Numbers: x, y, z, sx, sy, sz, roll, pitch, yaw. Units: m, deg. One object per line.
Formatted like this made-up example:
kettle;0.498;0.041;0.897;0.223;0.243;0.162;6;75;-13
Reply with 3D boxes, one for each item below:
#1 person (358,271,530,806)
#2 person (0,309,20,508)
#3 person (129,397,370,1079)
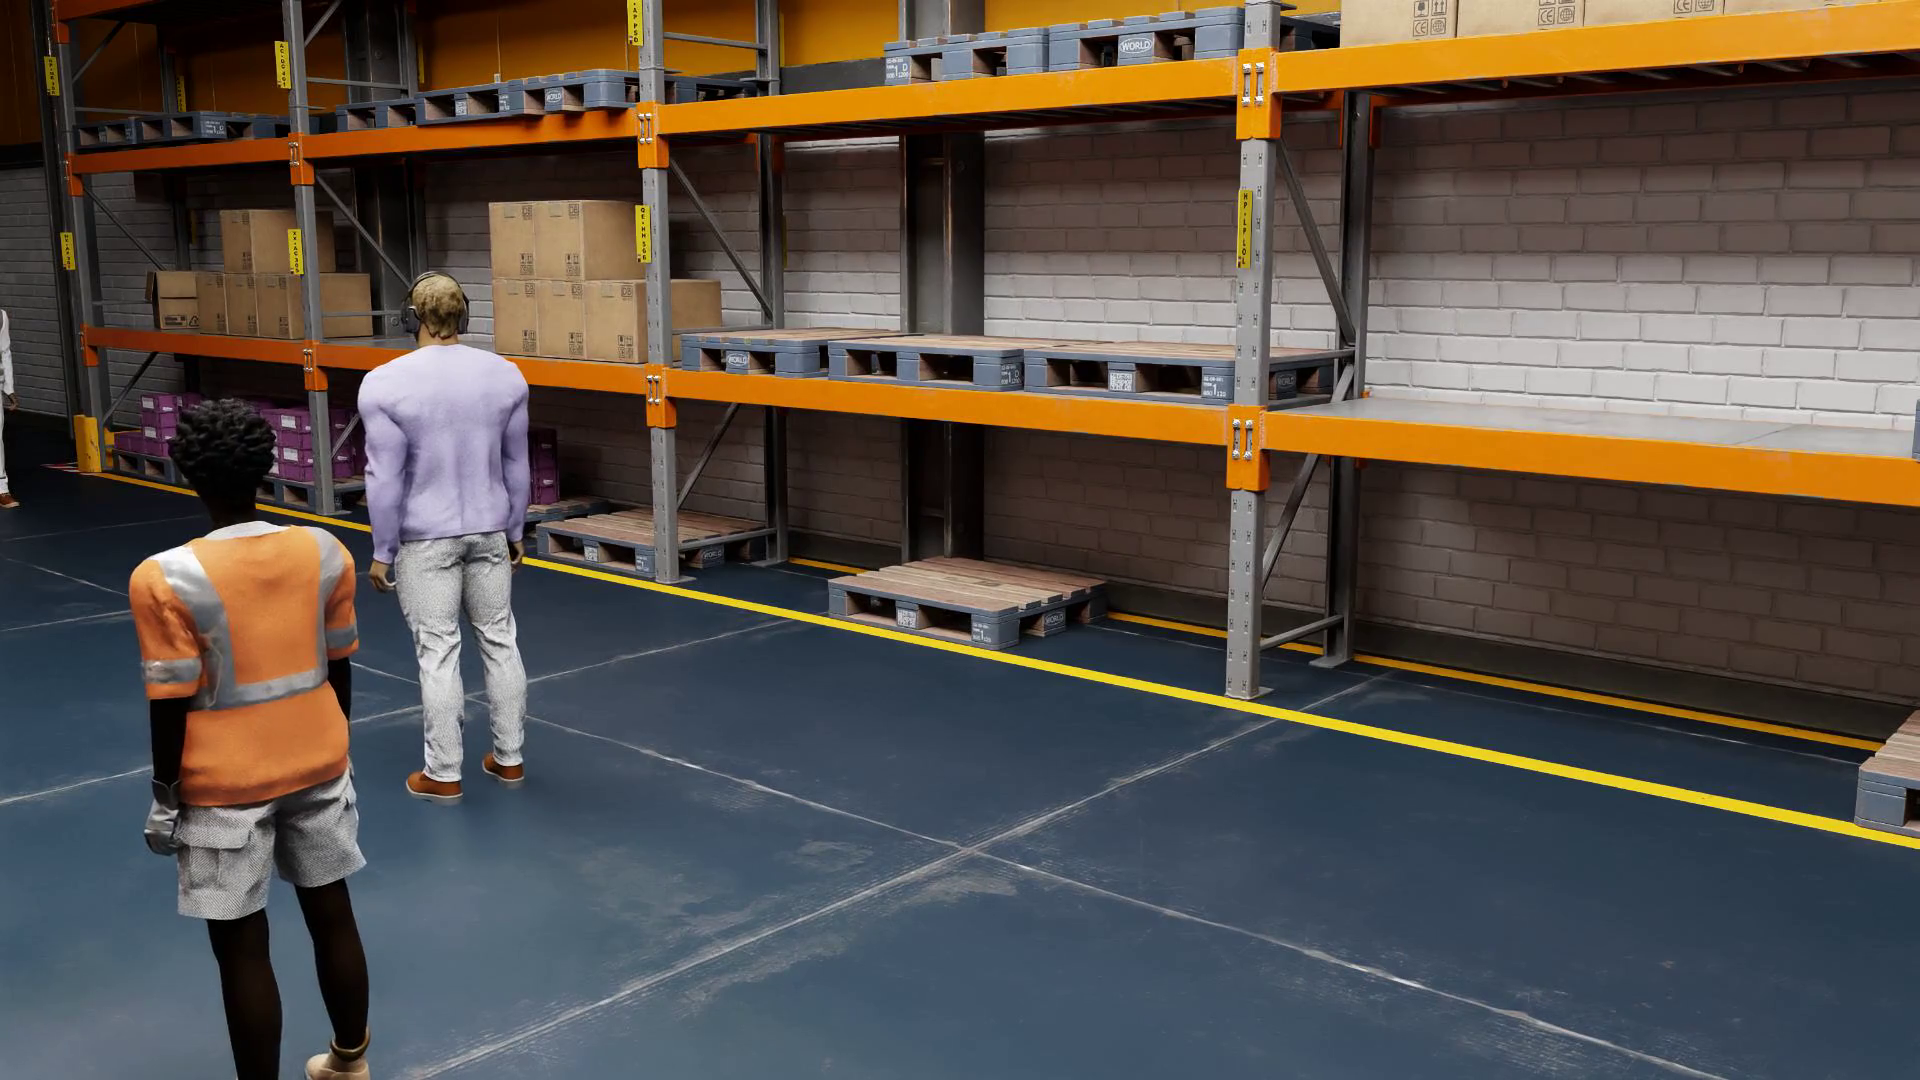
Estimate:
person;-1.861;-0.001;6.075;0.628;1.940;0.378;-9;13;-40
person;-7.602;-1.162;12.852;0.355;1.882;0.576;8;13;39
person;-1.575;0.530;3.733;0.320;1.698;0.537;7;12;33
